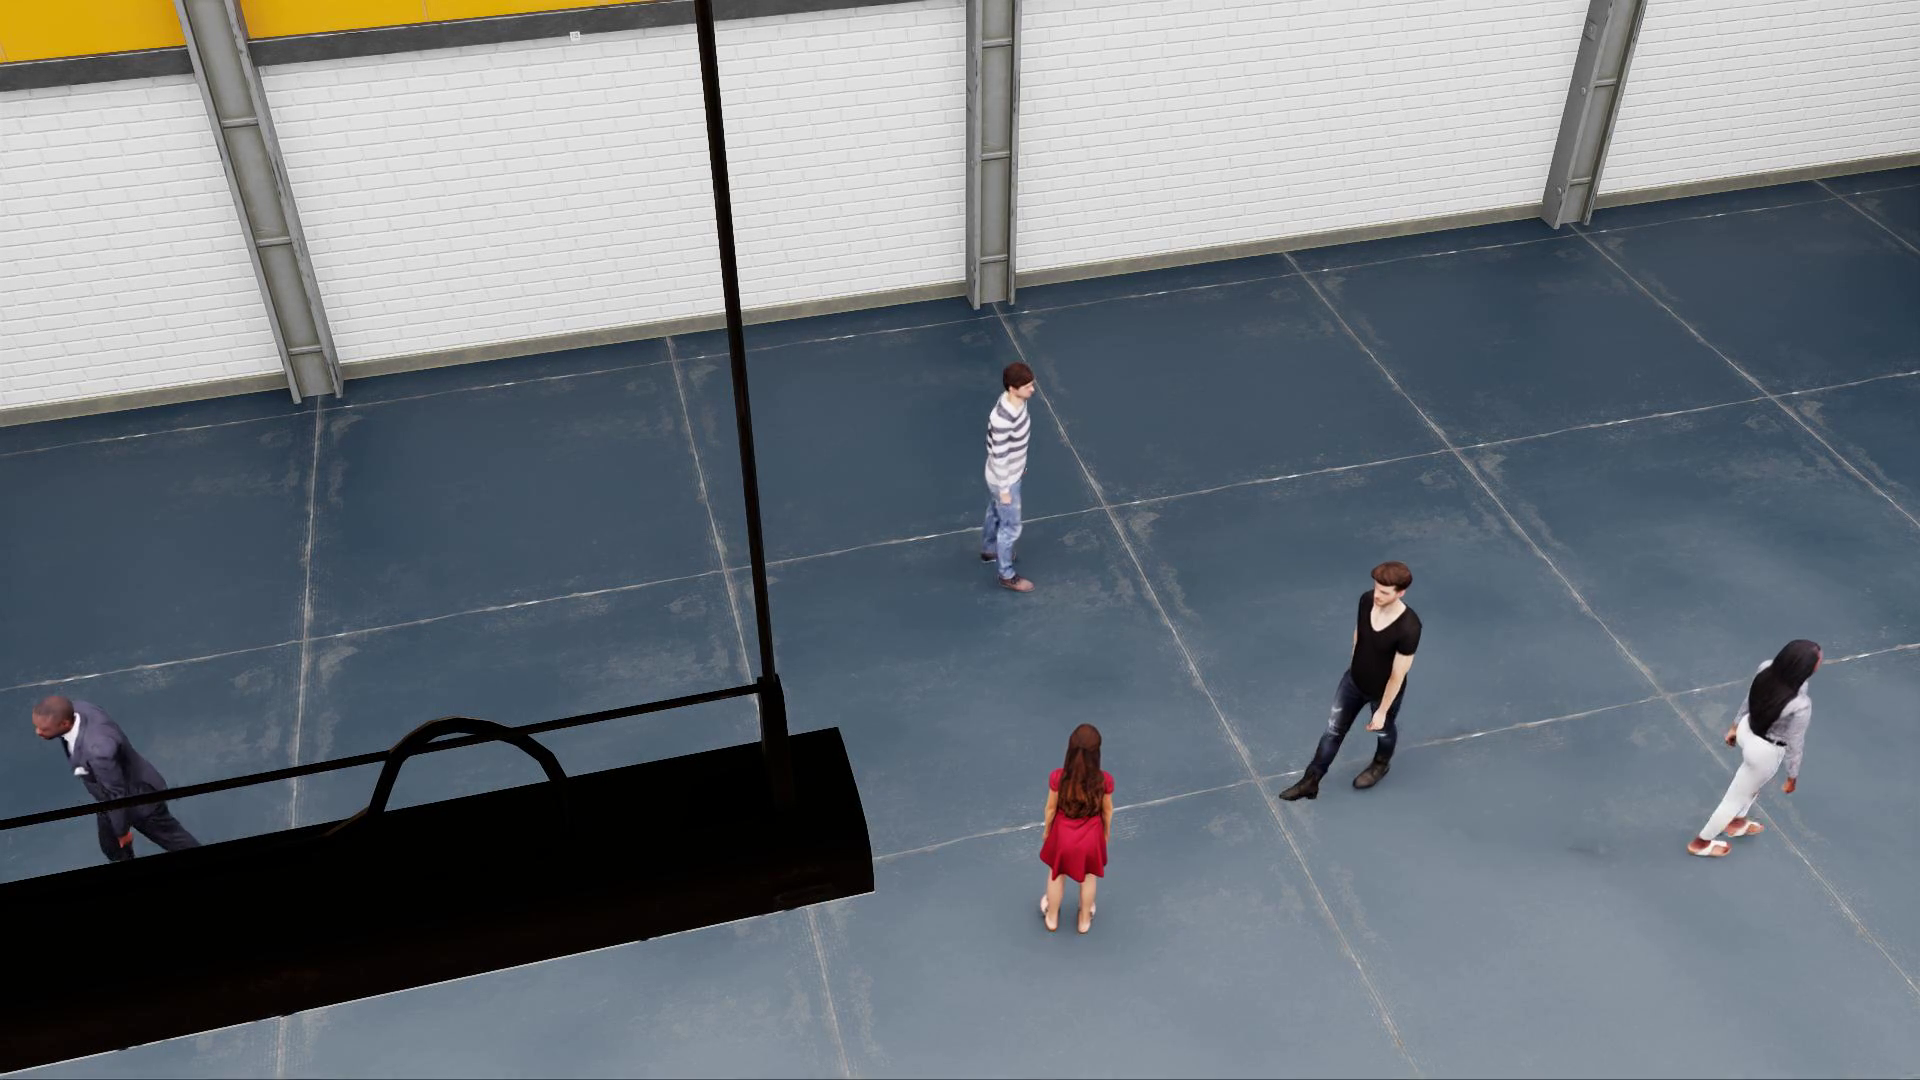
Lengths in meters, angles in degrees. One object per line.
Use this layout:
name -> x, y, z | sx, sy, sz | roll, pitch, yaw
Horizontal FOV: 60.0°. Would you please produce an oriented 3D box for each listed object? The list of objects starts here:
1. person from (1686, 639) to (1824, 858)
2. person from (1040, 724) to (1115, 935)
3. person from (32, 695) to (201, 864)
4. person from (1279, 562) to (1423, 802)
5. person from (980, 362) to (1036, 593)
person -> 4.606, 1.244, 9.763 | 0.800, 1.708, 0.697 | -3, 39, -4
person -> 0.657, 1.648, 9.383 | 0.610, 1.550, 0.678 | 0, 39, 0
person -> -4.669, 1.419, 9.485 | 1.086, 1.781, 0.967 | -28, 47, -31
person -> 2.609, 0.848, 10.137 | 1.184, 1.860, 0.903 | -23, 44, -26
person -> 0.294, -0.495, 11.835 | 0.870, 1.839, 0.812 | 6, 39, 7
